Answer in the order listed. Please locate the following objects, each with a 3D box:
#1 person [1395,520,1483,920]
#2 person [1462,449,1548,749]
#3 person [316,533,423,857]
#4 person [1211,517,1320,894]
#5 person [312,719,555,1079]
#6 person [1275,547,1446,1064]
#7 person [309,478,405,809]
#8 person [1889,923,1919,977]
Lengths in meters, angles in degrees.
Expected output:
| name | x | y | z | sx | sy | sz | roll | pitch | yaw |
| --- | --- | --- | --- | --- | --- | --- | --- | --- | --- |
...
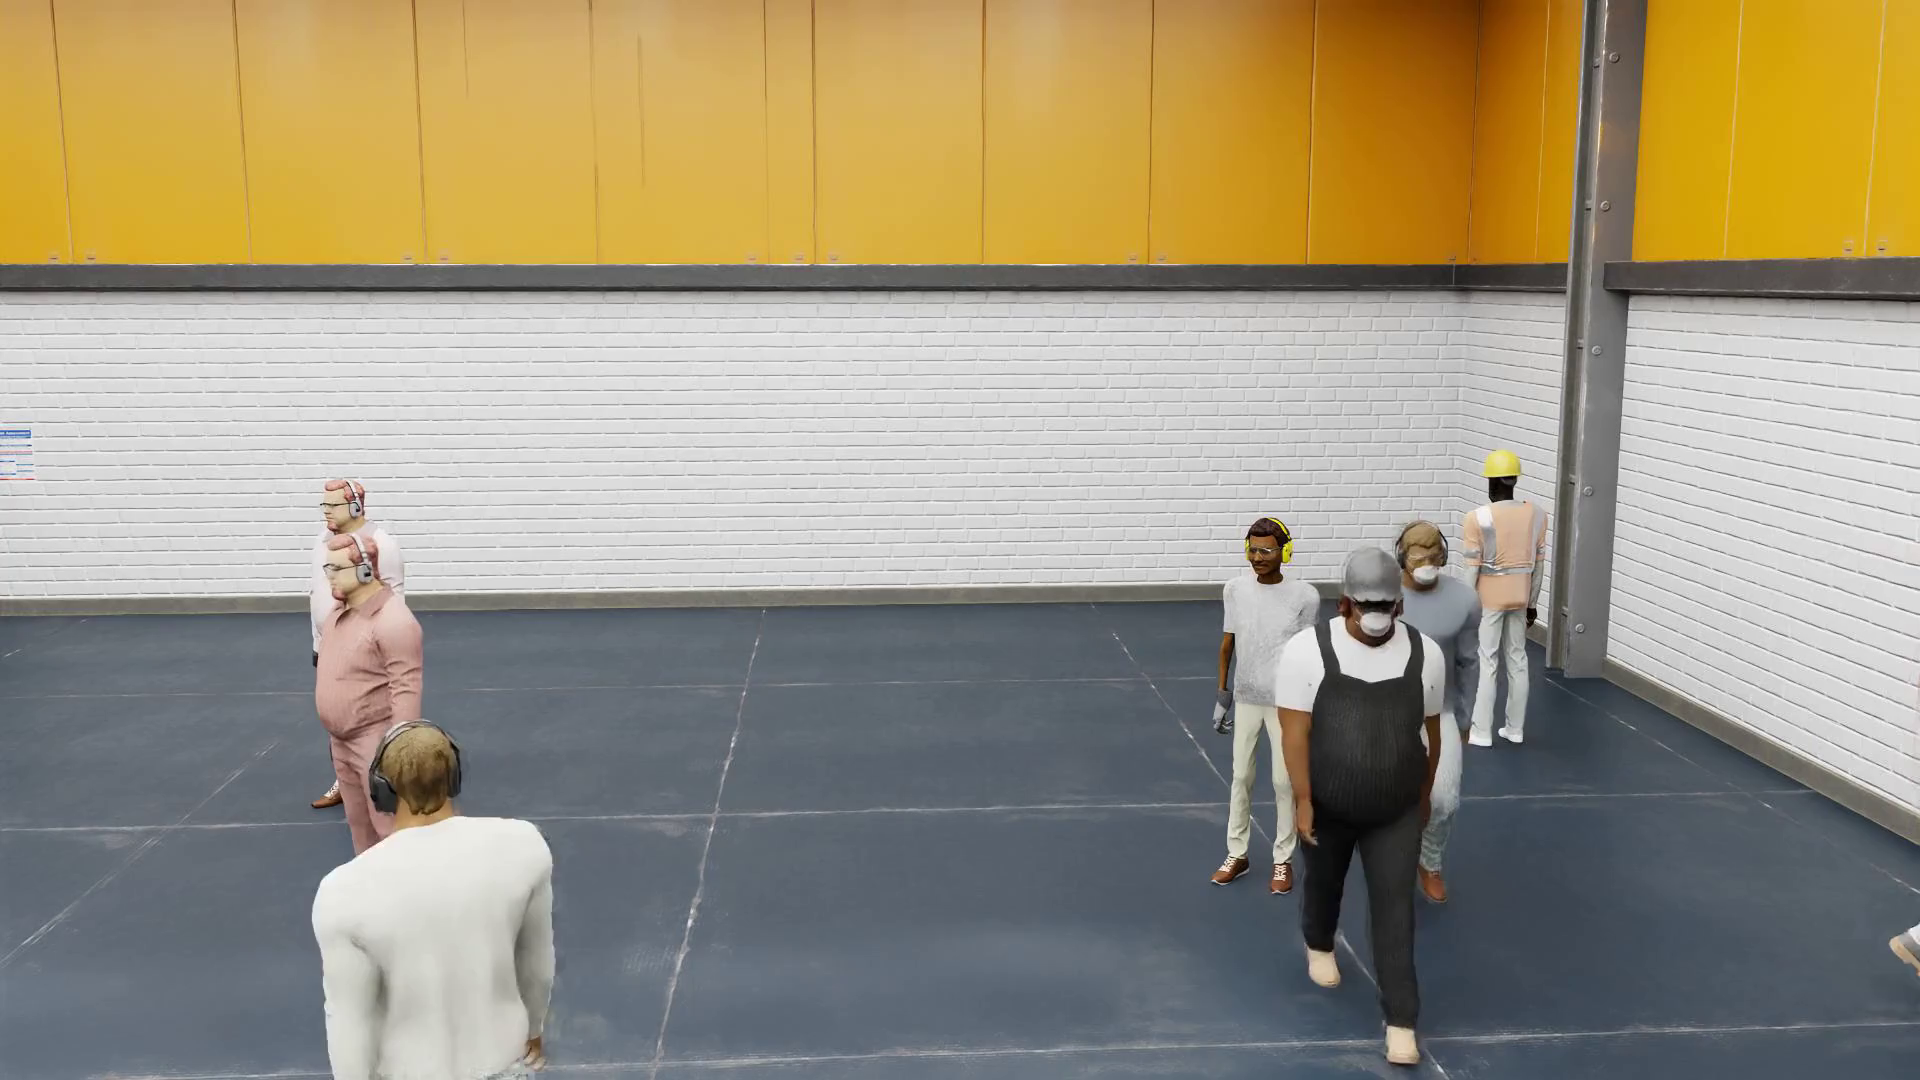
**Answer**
| name | x | y | z | sx | sy | sz | roll | pitch | yaw |
| --- | --- | --- | --- | --- | --- | --- | --- | --- | --- |
| person | 2.117 | 0.844 | 7.804 | 0.633 | 1.918 | 0.422 | 1 | 9 | 4 |
| person | 3.459 | 0.381 | 10.678 | 0.587 | 1.928 | 0.362 | -3 | 9 | -16 |
| person | -2.665 | 0.906 | 7.452 | 0.651 | 1.904 | 0.403 | 9 | 12 | 43 |
| person | 1.507 | 0.807 | 8.191 | 0.532 | 1.868 | 0.310 | 4 | 10 | 26 |
| person | -1.339 | 1.403 | 4.389 | 0.641 | 1.899 | 1.011 | -6 | 11 | -32 |
| person | 1.612 | 0.952 | 6.741 | 0.678 | 2.000 | 1.055 | 1 | 9 | 7 |
| person | -3.426 | 0.600 | 9.368 | 0.651 | 1.907 | 0.409 | 5 | 10 | 28 |
| person | 4.101 | 0.997 | 6.651 | 0.641 | 1.974 | 0.446 | -9 | 13 | -44 |
